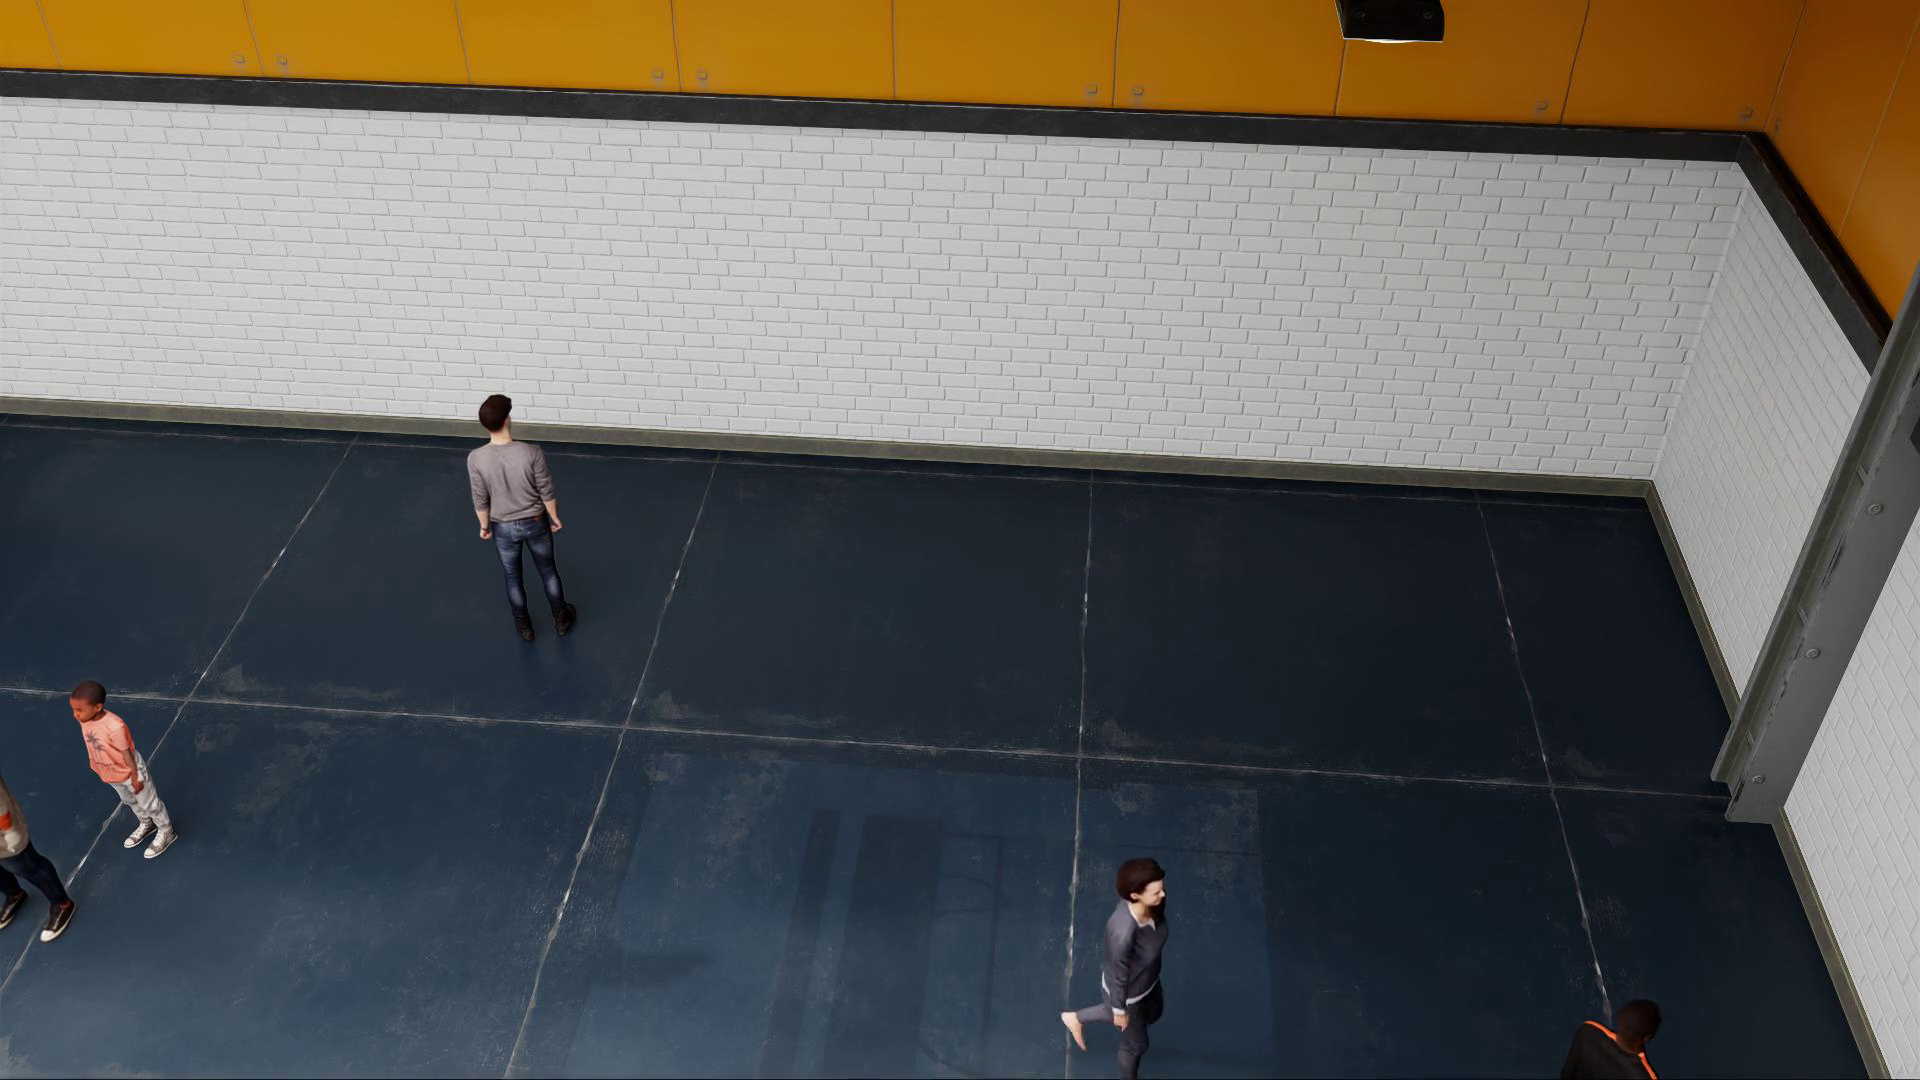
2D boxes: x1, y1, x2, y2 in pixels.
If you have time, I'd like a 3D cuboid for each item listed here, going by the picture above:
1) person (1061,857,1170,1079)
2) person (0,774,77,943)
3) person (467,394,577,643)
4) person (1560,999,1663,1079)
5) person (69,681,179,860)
[{"bbox_3d":[0.788,2.200,8.377,0.863,1.754,0.912,17,42,20],"label":"person"},{"bbox_3d":[-5.419,1.480,9.171,0.707,1.889,0.702,8,39,10],"label":"person"},{"bbox_3d":[-2.960,-0.120,11.164,0.760,1.903,0.679,-8,39,-10],"label":"person"},{"bbox_3d":[2.942,2.711,7.692,0.758,1.810,0.668,-21,43,-25],"label":"person"},{"bbox_3d":[-4.943,1.327,9.827,0.530,1.310,0.550,15,41,18],"label":"person"}]
